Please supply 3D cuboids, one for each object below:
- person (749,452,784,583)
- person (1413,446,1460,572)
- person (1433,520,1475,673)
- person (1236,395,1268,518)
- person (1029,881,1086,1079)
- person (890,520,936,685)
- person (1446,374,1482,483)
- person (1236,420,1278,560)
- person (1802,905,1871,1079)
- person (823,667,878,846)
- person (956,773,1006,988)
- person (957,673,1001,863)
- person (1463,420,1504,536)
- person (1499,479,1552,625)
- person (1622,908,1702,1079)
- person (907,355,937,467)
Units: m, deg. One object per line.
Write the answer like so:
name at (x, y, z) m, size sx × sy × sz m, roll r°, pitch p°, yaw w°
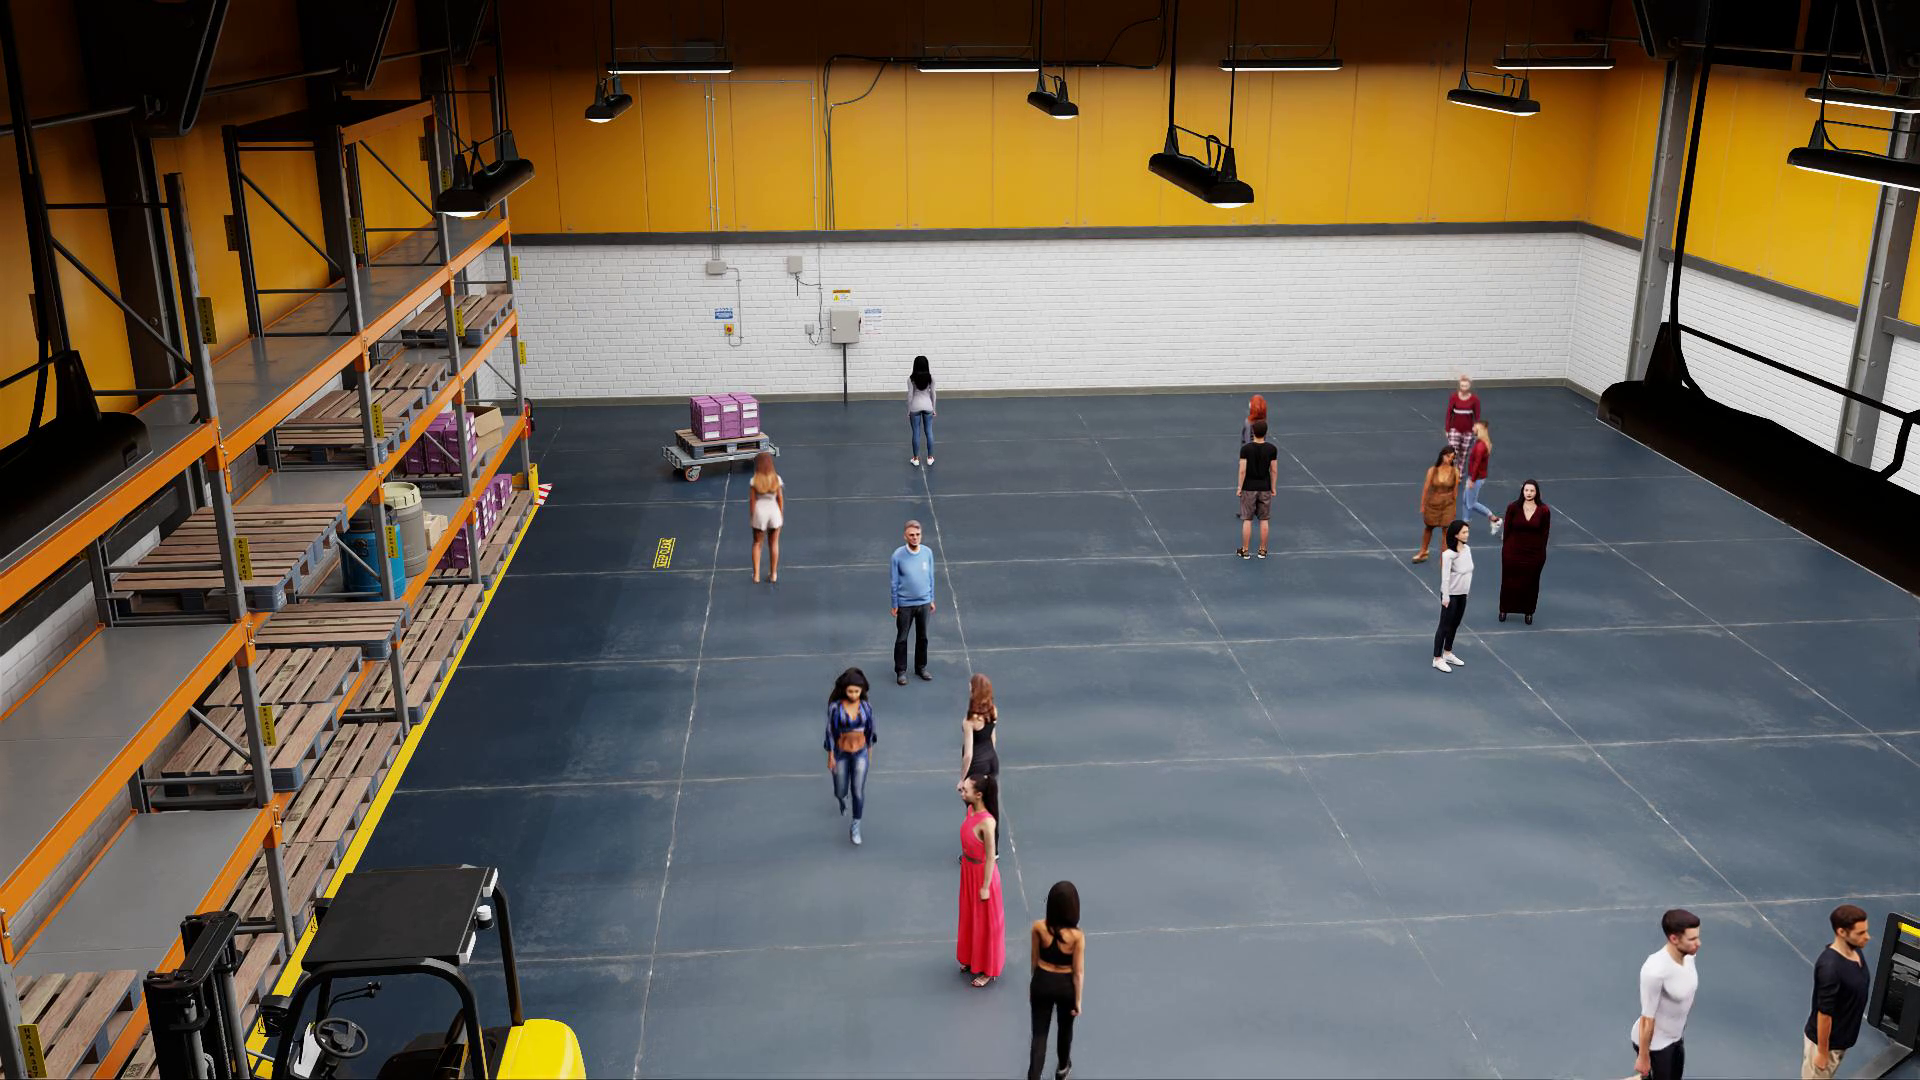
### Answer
person at (-2.411, -0.272, 20.799) m, size 0.606 × 1.690 × 0.612 m, roll -3°, pitch 19°, yaw -10°
person at (6.118, -0.424, 21.306) m, size 0.766 × 1.654 × 0.885 m, roll 6°, pitch 20°, yaw 17°
person at (5.413, 0.586, 18.234) m, size 0.711 × 1.700 × 0.754 m, roll -18°, pitch 25°, yaw -42°
person at (4.119, -1.175, 23.340) m, size 0.656 × 1.779 × 0.680 m, roll -15°, pitch 24°, yaw -38°
person at (0.603, 3.044, 11.058) m, size 0.755 × 1.622 × 1.085 m, roll 4°, pitch 19°, yaw 13°
person at (-0.504, 0.641, 17.888) m, size 0.714 × 1.817 × 0.660 m, roll -7°, pitch 20°, yaw -21°
person at (7.521, -1.644, 24.895) m, size 0.853 × 1.676 × 1.038 m, roll 5°, pitch 19°, yaw 14°
person at (3.867, -0.669, 21.708) m, size 0.666 × 1.861 × 0.575 m, roll -1°, pitch 19°, yaw -3°
person at (5.465, 3.117, 10.472) m, size 0.754 × 1.858 × 0.706 m, roll 16°, pitch 24°, yaw 40°
person at (-0.972, 1.868, 14.575) m, size 0.677 × 1.607 × 0.780 m, roll -4°, pitch 19°, yaw -13°
person at (0.145, 2.527, 12.431) m, size 0.743 × 1.725 × 0.607 m, roll -7°, pitch 20°, yaw -21°
person at (0.185, 1.946, 14.122) m, size 0.721 × 1.748 × 0.659 m, roll 15°, pitch 24°, yaw 37°
person at (7.065, -0.813, 22.521) m, size 0.902 × 1.616 × 0.961 m, roll 7°, pitch 20°, yaw 21°
person at (6.616, 0.130, 19.500) m, size 0.759 × 1.757 × 0.754 m, roll 6°, pitch 20°, yaw 18°
person at (4.344, 3.116, 10.513) m, size 0.967 × 1.833 × 1.080 m, roll -15°, pitch 23°, yaw -37°
person at (-0.600, -2.027, 25.937) m, size 0.627 × 1.736 × 0.549 m, roll -4°, pitch 19°, yaw -10°
